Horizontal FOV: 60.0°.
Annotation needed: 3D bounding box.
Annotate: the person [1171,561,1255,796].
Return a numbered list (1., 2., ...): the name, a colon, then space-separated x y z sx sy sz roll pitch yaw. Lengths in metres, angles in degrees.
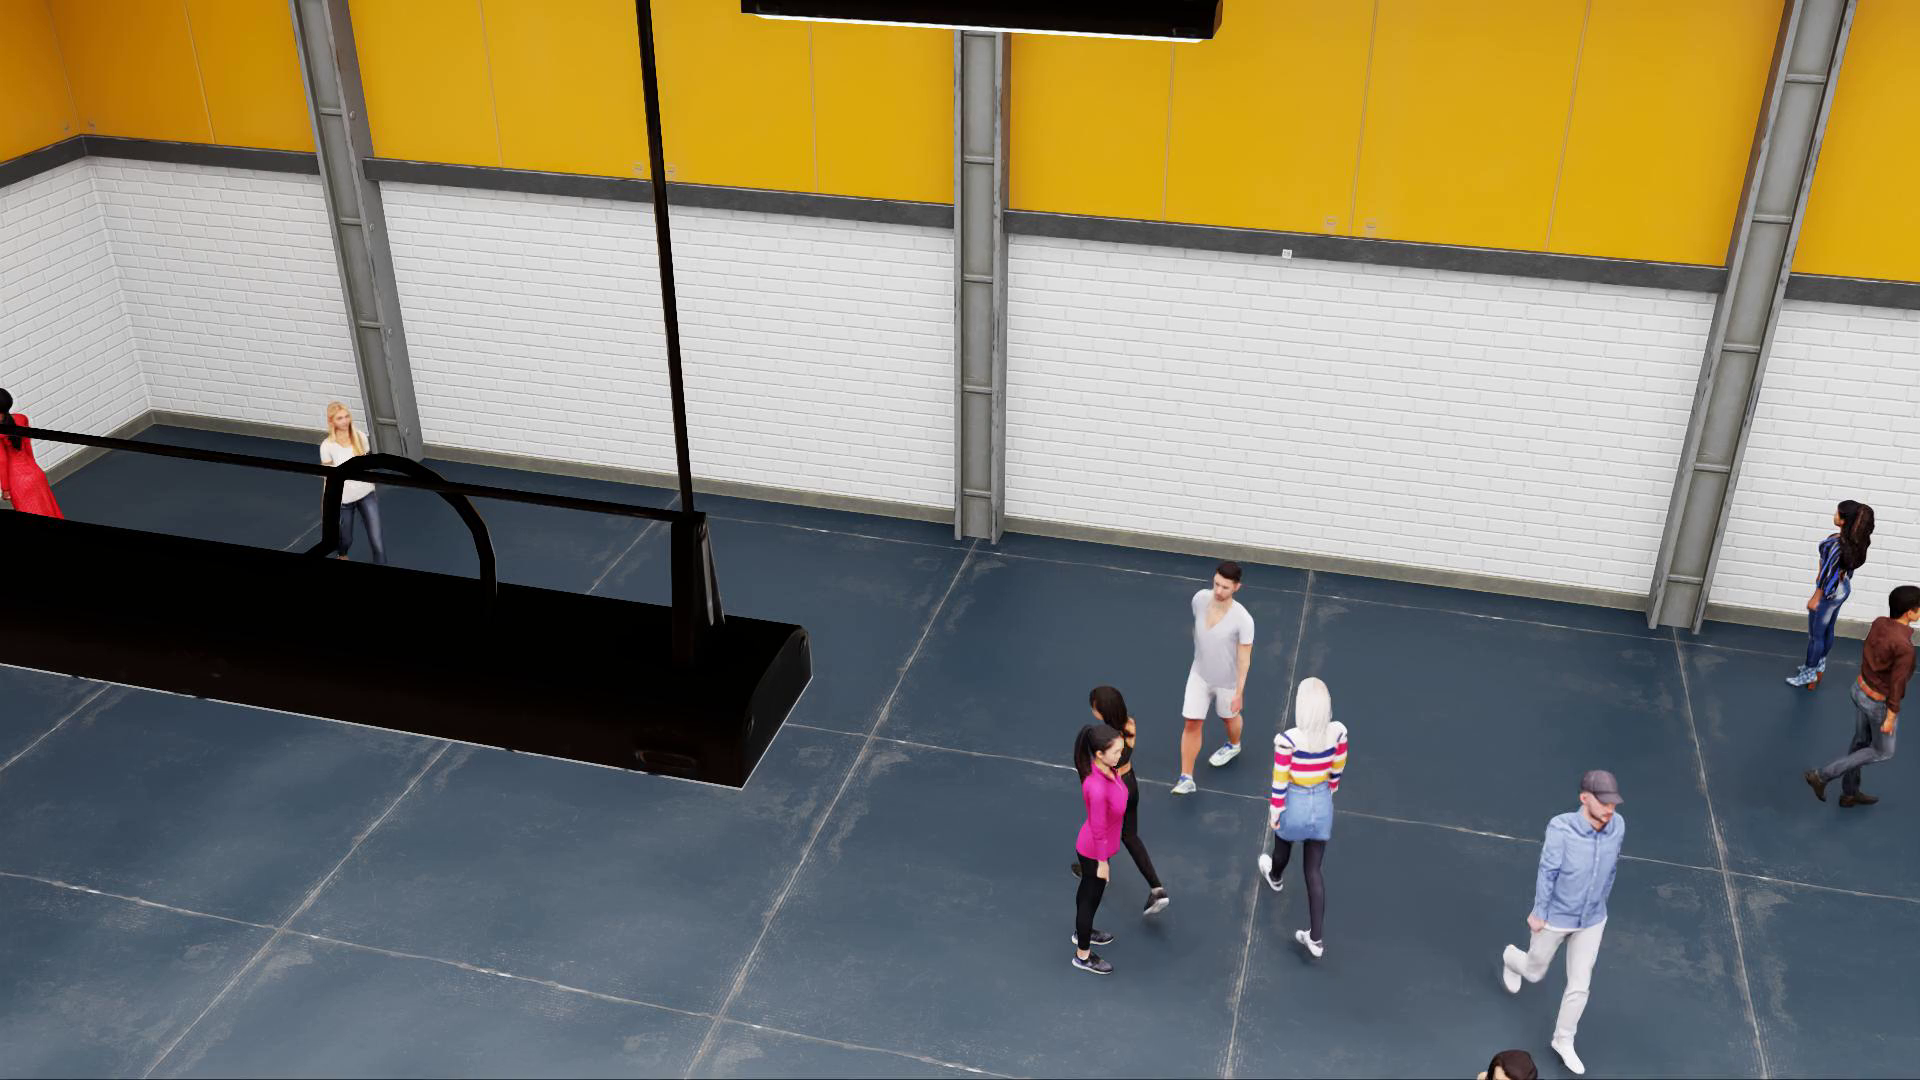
1. person: 1.859 0.905 11.673 1.200 1.797 1.100 25 37 38

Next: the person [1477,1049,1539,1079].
1. person: 2.632 2.997 7.933 0.842 1.706 0.785 -17 33 -28

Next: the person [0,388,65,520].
1. person: -7.997 -0.472 14.223 0.648 1.783 0.657 3 29 6

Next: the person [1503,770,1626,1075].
1. person: 3.430 2.072 9.464 1.105 1.863 0.965 -4 29 -7

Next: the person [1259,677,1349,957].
1. person: 2.154 1.725 10.213 1.213 1.755 1.073 -6 29 -11

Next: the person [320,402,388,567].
1. person: -5.125 -0.324 13.950 1.043 1.774 1.220 -22 35 -34

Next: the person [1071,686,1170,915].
1. person: 1.040 1.658 10.493 0.930 1.605 1.098 -21 35 -33

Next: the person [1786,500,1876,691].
1. person: 6.680 0.409 12.773 0.693 1.614 0.716 -23 36 -36

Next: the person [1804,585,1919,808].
1. person: 6.169 1.098 11.347 0.892 1.771 0.777 1 29 1

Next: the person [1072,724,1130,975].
1. person: 0.818 1.843 10.066 0.591 1.700 0.608 4 29 7
